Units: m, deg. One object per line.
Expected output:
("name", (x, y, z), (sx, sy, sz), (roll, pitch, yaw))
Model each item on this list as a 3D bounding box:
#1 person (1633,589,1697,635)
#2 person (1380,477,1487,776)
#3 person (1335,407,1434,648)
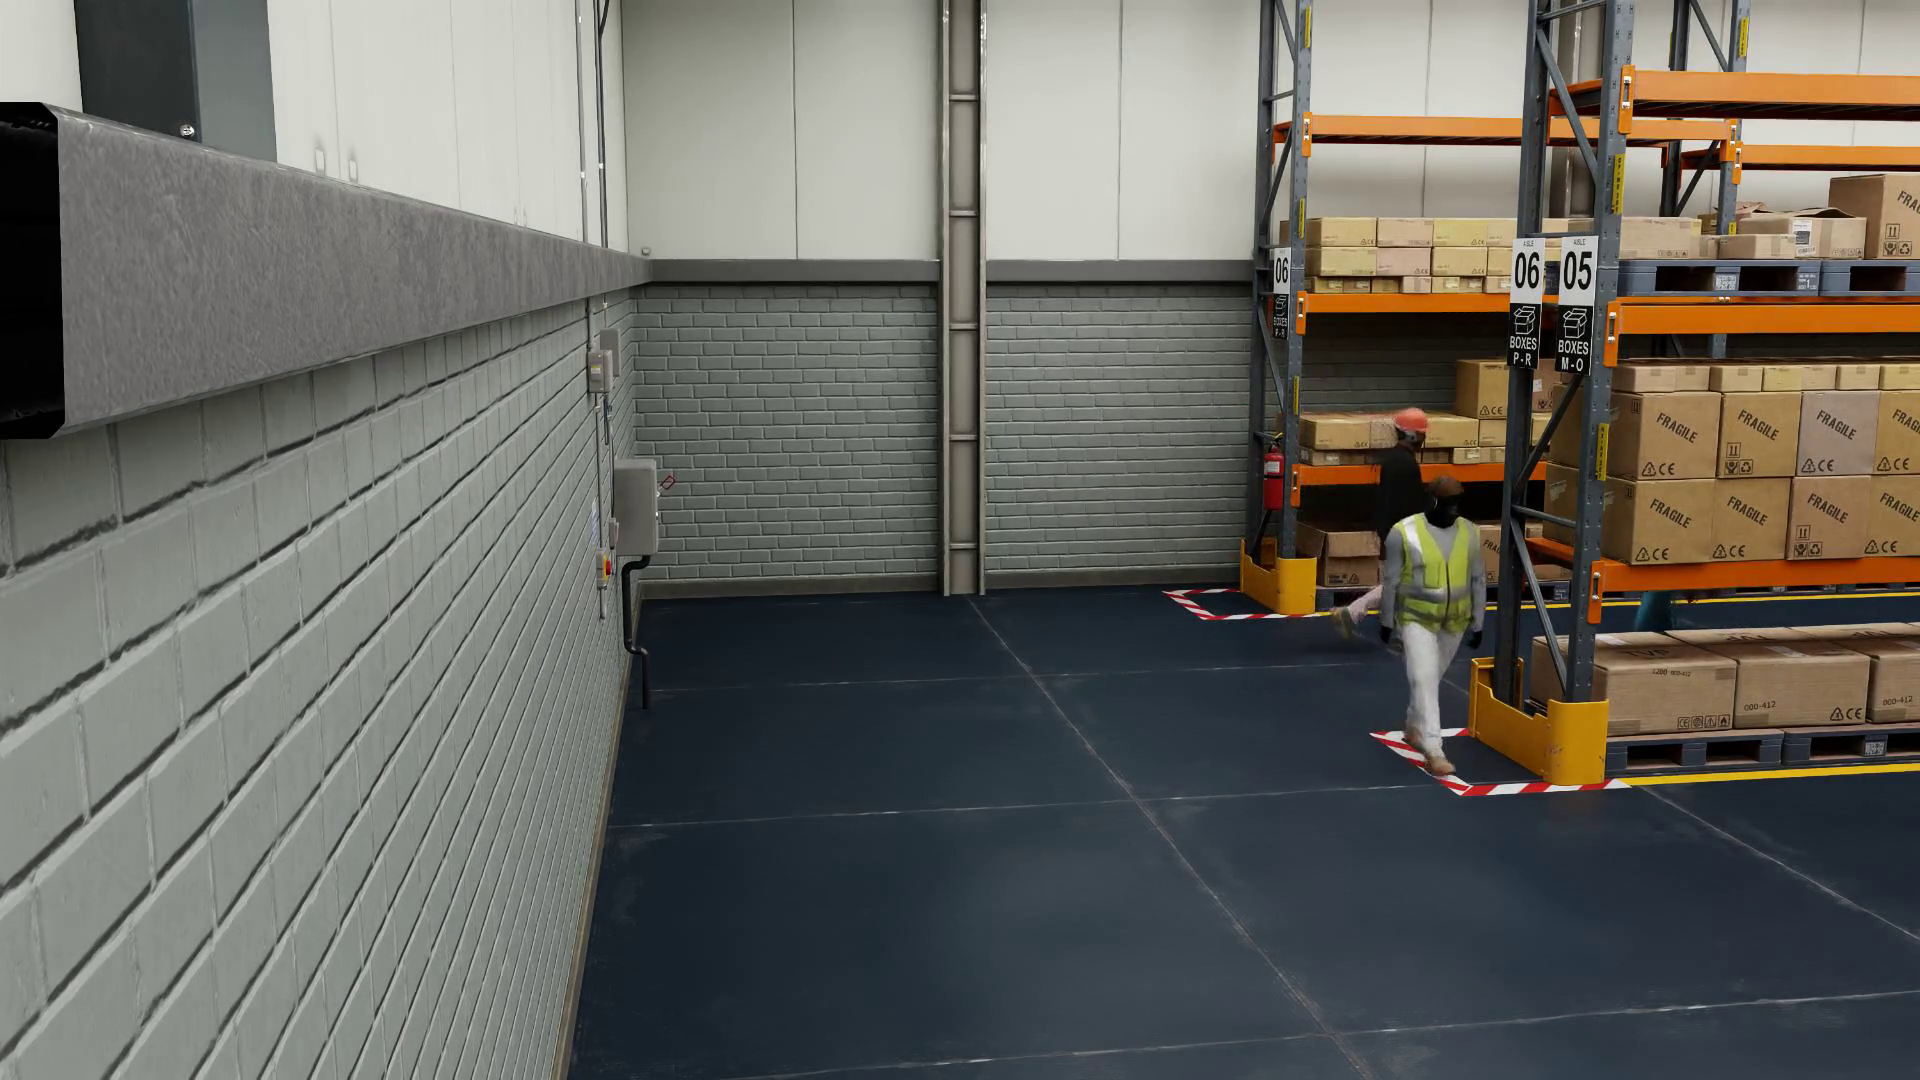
("person", (4.844, 0.240, 11.751), (0.942, 1.800, 0.574), (-2, 9, -14))
("person", (2.933, 0.493, 10.252), (0.628, 1.785, 0.995), (-1, 9, -8))
("person", (3.413, -0.075, 13.206), (0.755, 1.970, 0.622), (0, 9, -1))
